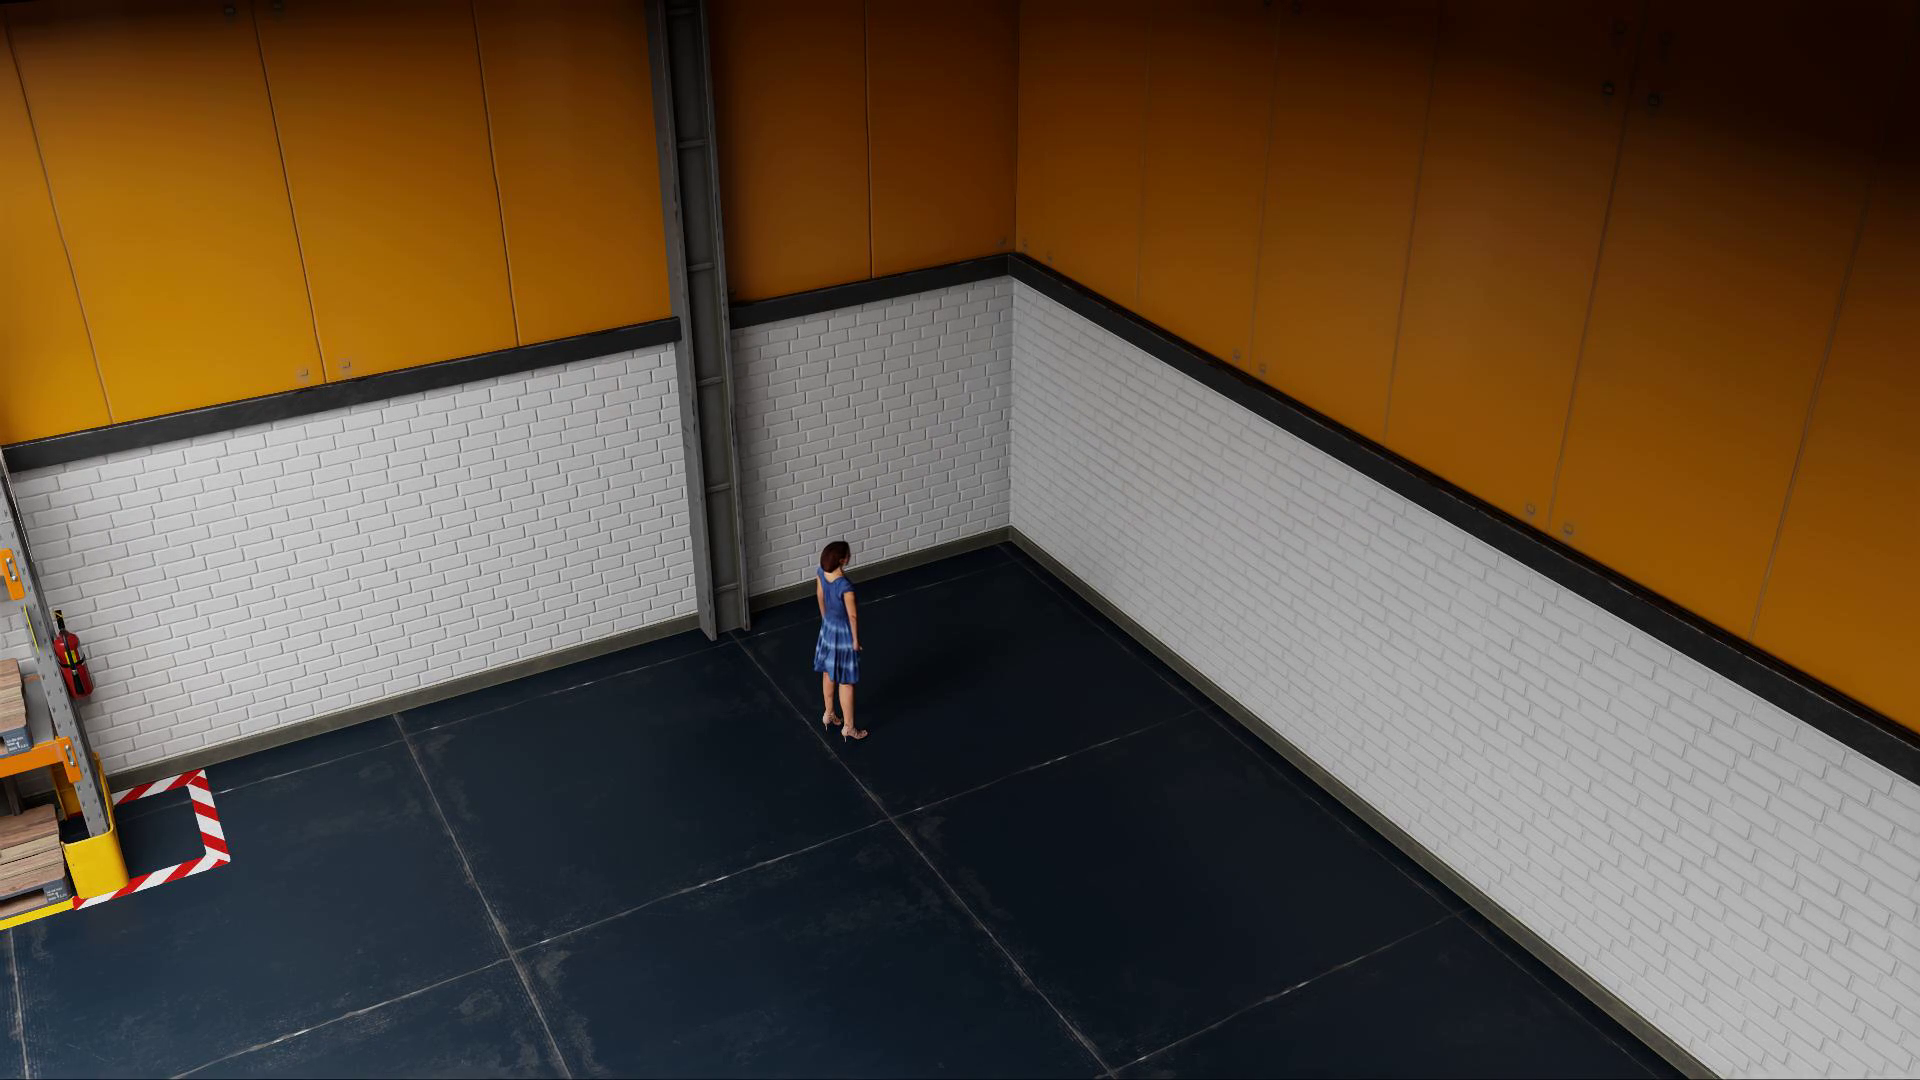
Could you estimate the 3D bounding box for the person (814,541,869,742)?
[{"bbox_3d":[-0.969,0.806,13.510,0.634,1.805,0.708,-22,36,-35],"label":"person"}]
